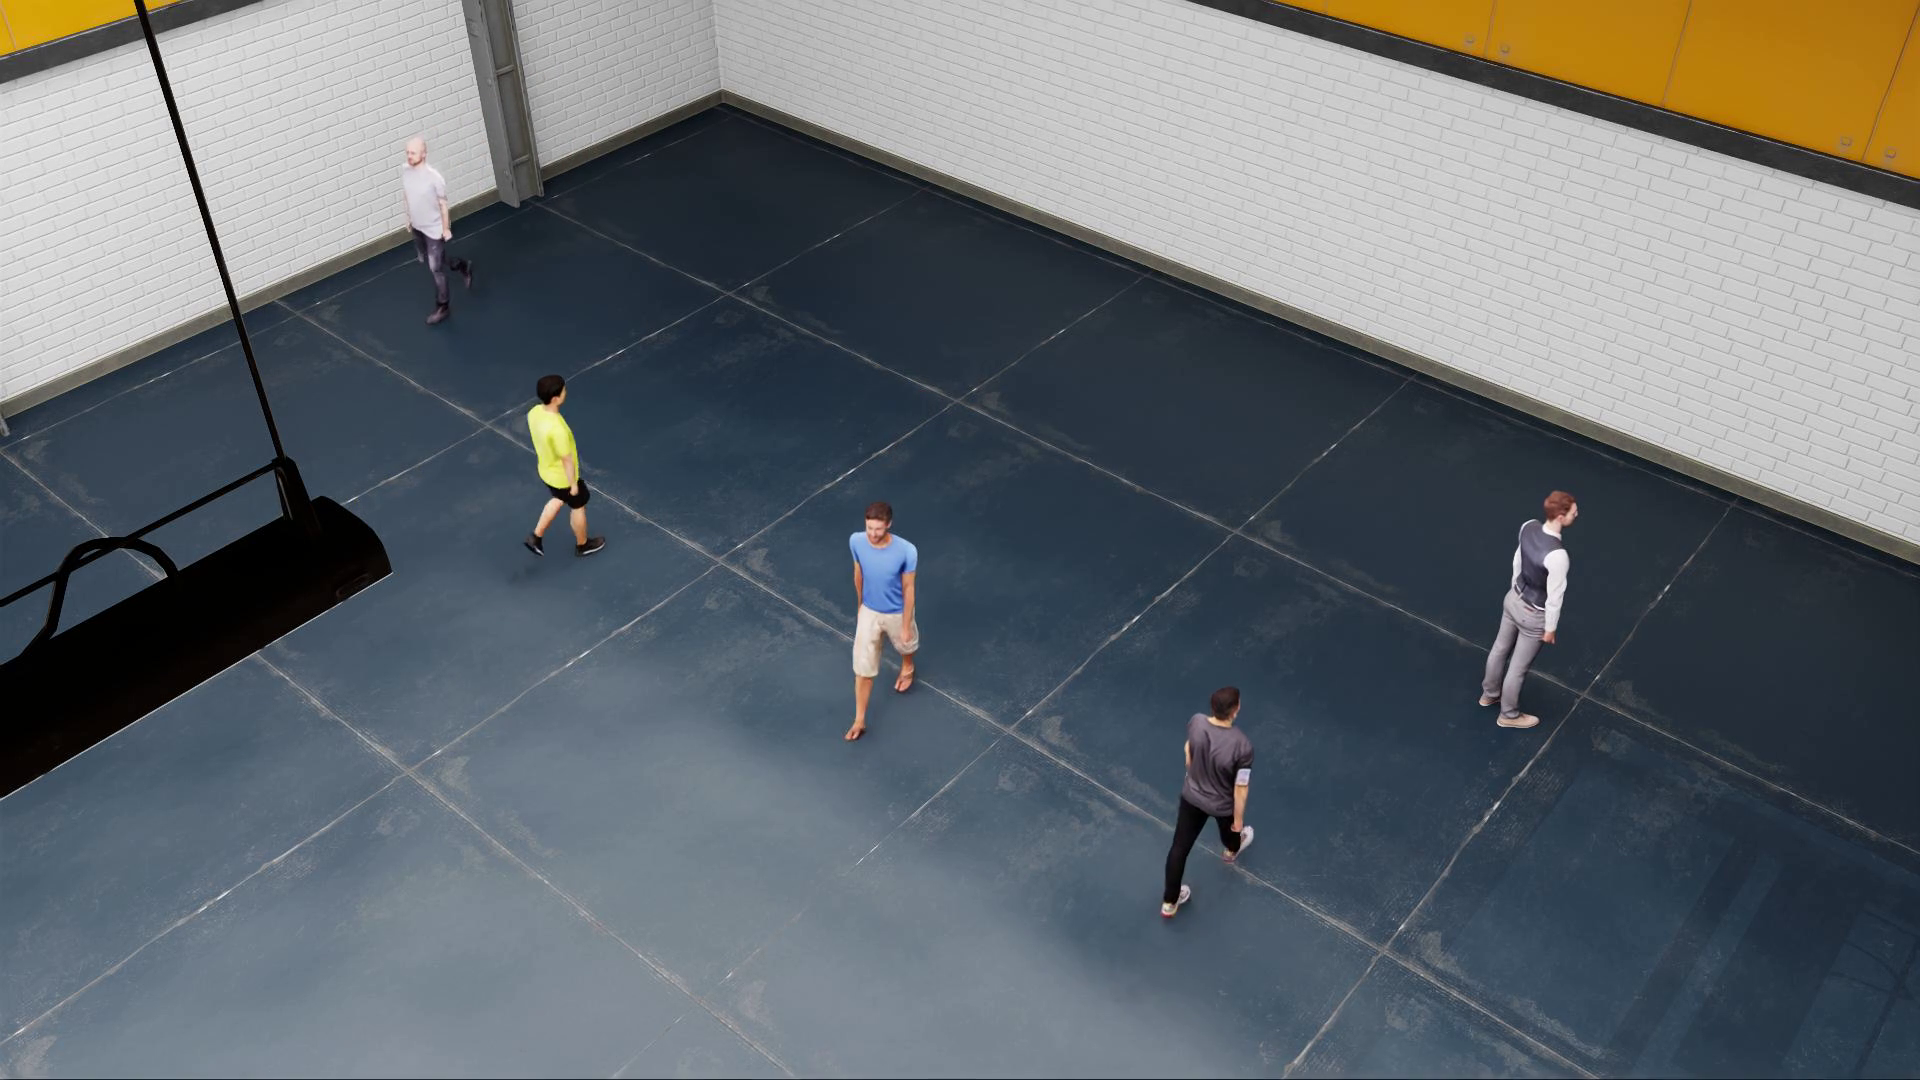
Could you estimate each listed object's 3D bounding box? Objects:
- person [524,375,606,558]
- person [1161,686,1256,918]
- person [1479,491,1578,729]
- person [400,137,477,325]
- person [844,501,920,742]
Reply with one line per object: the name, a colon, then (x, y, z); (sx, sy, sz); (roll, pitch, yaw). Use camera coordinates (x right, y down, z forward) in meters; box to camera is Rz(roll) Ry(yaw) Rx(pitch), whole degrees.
person: (-3.170, -0.514, 12.888); (0.672, 1.693, 0.873); (32, 48, 33)
person: (1.480, 1.628, 10.188); (0.662, 1.714, 1.132); (26, 46, 29)
person: (3.925, 0.465, 11.463); (0.772, 1.942, 0.748); (-9, 39, -11)
person: (-5.022, -3.034, 15.944); (0.713, 1.817, 1.044); (23, 44, 26)
person: (-0.479, 0.433, 11.607); (1.013, 1.811, 1.328); (9, 39, 11)
